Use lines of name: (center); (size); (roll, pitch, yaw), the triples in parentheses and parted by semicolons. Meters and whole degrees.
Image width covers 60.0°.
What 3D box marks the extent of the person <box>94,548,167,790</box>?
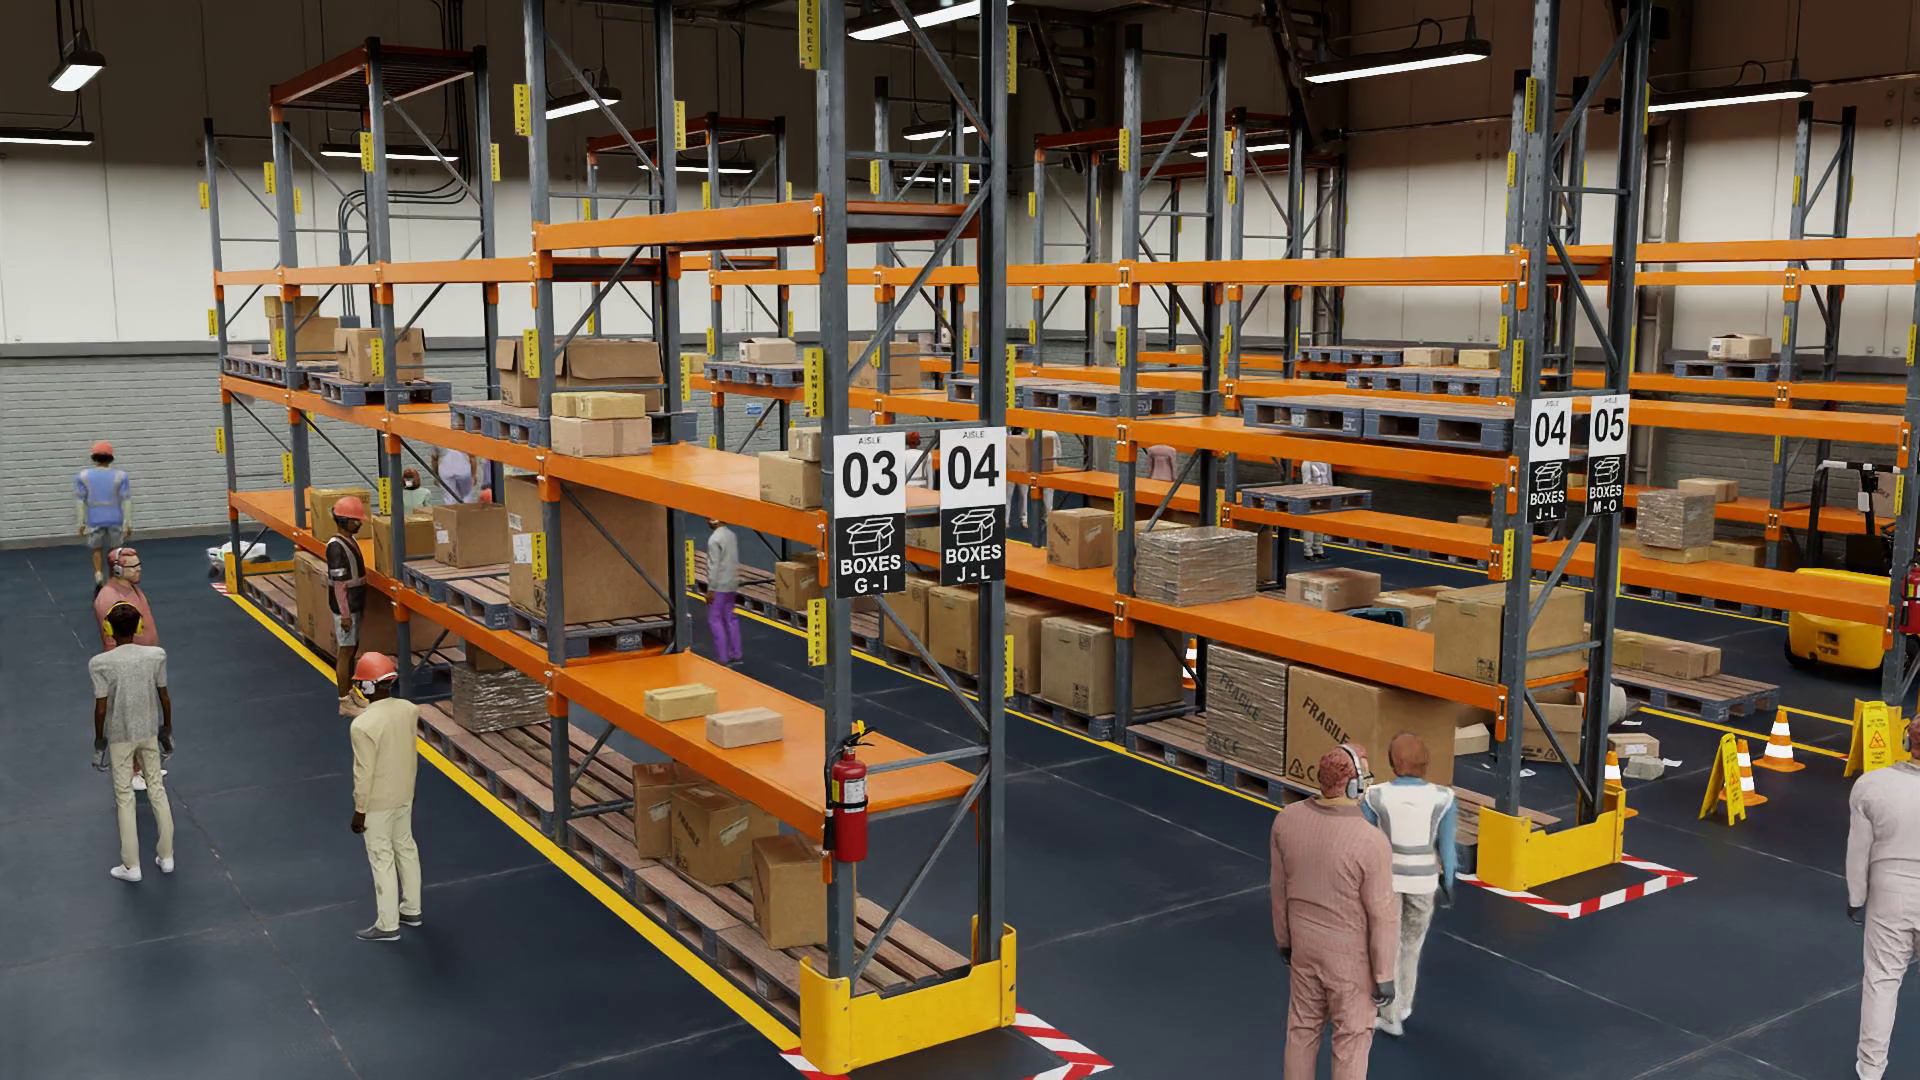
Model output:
person: (-6.534, 1.004, 13.122); (0.408, 1.908, 0.643); (-2, 9, -12)

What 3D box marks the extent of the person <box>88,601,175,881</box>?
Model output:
person: (-5.509, 1.331, 11.070); (0.310, 1.868, 0.533); (8, 11, 41)

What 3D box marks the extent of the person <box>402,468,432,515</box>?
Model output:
person: (-7.074, -0.122, 21.524); (0.509, 1.632, 0.270); (-4, 9, -25)

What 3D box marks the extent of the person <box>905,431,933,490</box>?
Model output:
person: (-0.679, -0.658, 24.269); (0.574, 1.883, 0.361); (-1, 9, -7)

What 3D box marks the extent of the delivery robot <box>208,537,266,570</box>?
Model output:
delivery robot: (-9.889, 0.183, 22.758); (0.477, 0.478, 0.707); (6, 10, 35)

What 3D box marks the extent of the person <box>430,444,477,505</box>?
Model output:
person: (-8.107, -1.096, 26.658); (0.702, 2.000, 0.940); (-2, 9, -16)

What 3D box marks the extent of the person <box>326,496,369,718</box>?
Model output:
person: (-5.596, 0.611, 15.297); (0.378, 2.040, 0.607); (-2, 9, -10)

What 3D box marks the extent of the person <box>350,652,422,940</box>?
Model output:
person: (-3.502, 1.538, 10.069); (0.339, 1.749, 0.573); (3, 9, 16)

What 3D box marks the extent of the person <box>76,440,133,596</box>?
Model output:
person: (-10.807, -0.250, 21.051); (0.630, 2.033, 0.447); (-3, 9, -18)

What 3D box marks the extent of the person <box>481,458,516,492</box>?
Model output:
person: (-7.136, -0.927, 26.065); (0.874, 1.879, 0.602); (3, 9, 18)

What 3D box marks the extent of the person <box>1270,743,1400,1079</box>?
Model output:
person: (1.708, 1.848, 7.500); (0.408, 1.906, 0.654); (-7, 11, -38)

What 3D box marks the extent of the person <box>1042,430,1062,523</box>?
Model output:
person: (1.515, -1.247, 28.108); (0.406, 1.911, 0.636); (-3, 9, -17)

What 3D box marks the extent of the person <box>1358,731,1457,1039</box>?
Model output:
person: (2.319, 1.799, 8.767); (0.549, 1.628, 0.448); (1, 9, 7)

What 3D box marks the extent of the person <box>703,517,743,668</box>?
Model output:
person: (-2.493, 0.462, 17.299); (0.383, 1.734, 0.575); (2, 9, 15)

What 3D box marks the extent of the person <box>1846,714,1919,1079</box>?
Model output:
person: (4.654, 1.762, 8.078); (0.639, 1.908, 0.409); (6, 10, 35)

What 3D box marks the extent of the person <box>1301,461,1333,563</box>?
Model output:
person: (5.168, -0.592, 23.994); (0.591, 1.833, 0.403); (-8, 12, -43)

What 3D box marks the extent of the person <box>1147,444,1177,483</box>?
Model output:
person: (3.235, -0.937, 26.541); (0.524, 1.760, 0.328); (6, 10, 33)

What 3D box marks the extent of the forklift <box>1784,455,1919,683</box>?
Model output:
forklift: (9.643, 0.253, 17.172); (2.313, 2.155, 1.214); (-6, 10, -33)
